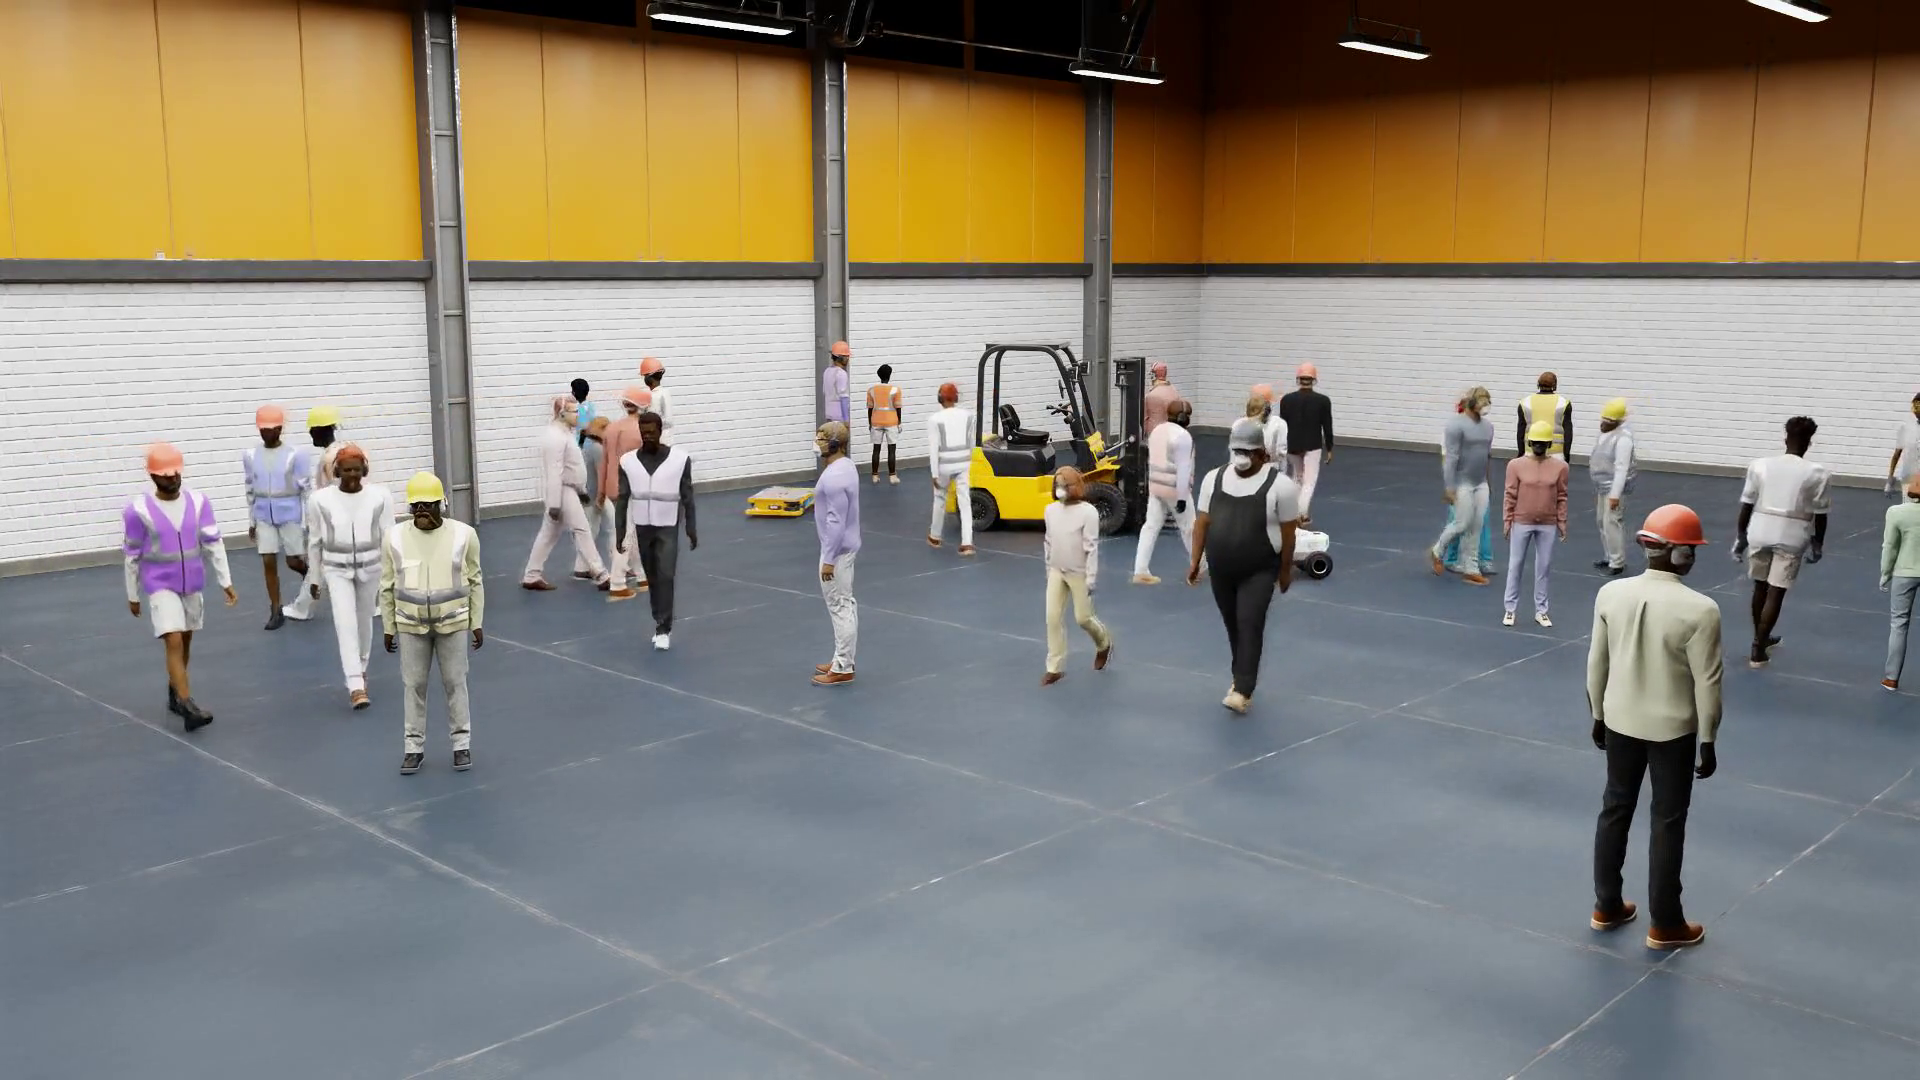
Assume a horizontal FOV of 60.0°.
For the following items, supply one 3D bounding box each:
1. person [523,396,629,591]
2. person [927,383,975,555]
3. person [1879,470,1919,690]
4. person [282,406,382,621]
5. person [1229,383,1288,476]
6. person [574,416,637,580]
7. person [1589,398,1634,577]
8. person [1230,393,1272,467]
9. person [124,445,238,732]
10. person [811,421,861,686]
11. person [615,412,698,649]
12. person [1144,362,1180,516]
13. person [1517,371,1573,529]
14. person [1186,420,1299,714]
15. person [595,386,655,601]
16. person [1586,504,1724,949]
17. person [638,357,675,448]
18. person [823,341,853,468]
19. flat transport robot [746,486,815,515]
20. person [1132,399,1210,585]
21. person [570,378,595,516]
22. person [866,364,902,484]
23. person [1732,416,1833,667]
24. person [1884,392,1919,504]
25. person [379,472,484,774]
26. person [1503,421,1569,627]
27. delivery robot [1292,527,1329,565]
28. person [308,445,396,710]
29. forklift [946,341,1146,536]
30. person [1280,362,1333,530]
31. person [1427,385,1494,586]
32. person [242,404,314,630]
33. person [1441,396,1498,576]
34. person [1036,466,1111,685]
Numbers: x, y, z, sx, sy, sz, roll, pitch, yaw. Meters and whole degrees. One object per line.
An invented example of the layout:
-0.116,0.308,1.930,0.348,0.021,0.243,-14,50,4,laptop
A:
-3.669,-0.426,15.603,1.004,1.852,0.661,-2,9,-11,person
-0.097,-0.764,17.786,0.570,1.831,1.010,-4,10,-21,person
6.878,0.285,11.921,0.507,1.633,0.276,5,10,27,person
-5.393,-0.223,14.337,1.057,1.865,0.588,-1,9,-7,person
2.918,-0.584,16.389,0.562,1.907,0.812,3,10,19,person
-3.490,-0.402,16.201,0.629,1.608,0.521,-5,10,-27,person
6.420,-0.518,16.389,0.460,1.784,0.670,1,9,3,person
2.667,-0.379,15.147,0.431,1.911,0.651,-2,10,-14,person
-5.156,0.309,11.009,1.003,1.880,0.560,8,12,42,person
-0.910,0.095,12.154,0.369,1.940,0.631,0,9,2,person
-2.462,-0.069,13.287,0.631,1.888,0.839,1,9,6,person
2.412,-1.208,20.252,0.400,1.905,0.643,6,11,31,person
6.828,-1.044,19.431,0.620,1.845,0.430,5,10,27,person
1.896,0.155,11.472,0.693,2.000,0.971,6,11,34,person
-2.976,-0.438,15.362,0.648,1.953,0.849,8,12,40,person
3.135,0.827,7.498,0.396,1.990,0.621,-7,11,-35,person
-3.456,-1.059,18.920,0.394,2.040,0.609,1,9,5,person
-1.655,-1.712,22.915,0.393,2.041,0.613,-5,10,-28,person
-2.213,-0.497,20.886,0.652,0.197,1.431,1,9,6,flat transport robot
2.083,-0.463,16.043,0.977,1.784,0.642,-5,11,-30,person
-4.627,-1.143,20.498,0.321,1.693,0.530,0,9,-2,person
-1.063,-1.632,23.502,0.535,1.693,0.317,3,10,19,person
6.344,0.002,12.799,0.823,1.920,0.643,-9,13,-42,person
9.654,-0.593,16.732,0.866,1.836,0.553,-8,12,-42,person
-3.177,0.496,10.019,0.603,1.830,0.404,-2,9,-12,person
4.873,-0.133,14.087,0.530,1.765,0.326,1,9,8,person
3.263,0.041,16.427,0.707,0.478,0.477,0,9,-2,delivery robot
-4.237,0.238,11.660,0.594,1.820,1.015,-5,10,-26,person
0.977,-1.223,19.452,2.313,2.155,1.214,2,9,11,forklift
4.000,-1.088,19.328,0.621,1.964,0.957,5,10,27,person
4.875,-0.528,16.002,0.653,1.926,0.574,-6,11,-34,person
-5.769,-0.223,14.195,0.556,1.920,0.692,0,9,-1,person
5.047,-0.530,16.381,0.646,1.804,0.748,-3,10,-17,person
0.858,0.248,12.242,0.504,1.616,0.683,7,12,38,person
